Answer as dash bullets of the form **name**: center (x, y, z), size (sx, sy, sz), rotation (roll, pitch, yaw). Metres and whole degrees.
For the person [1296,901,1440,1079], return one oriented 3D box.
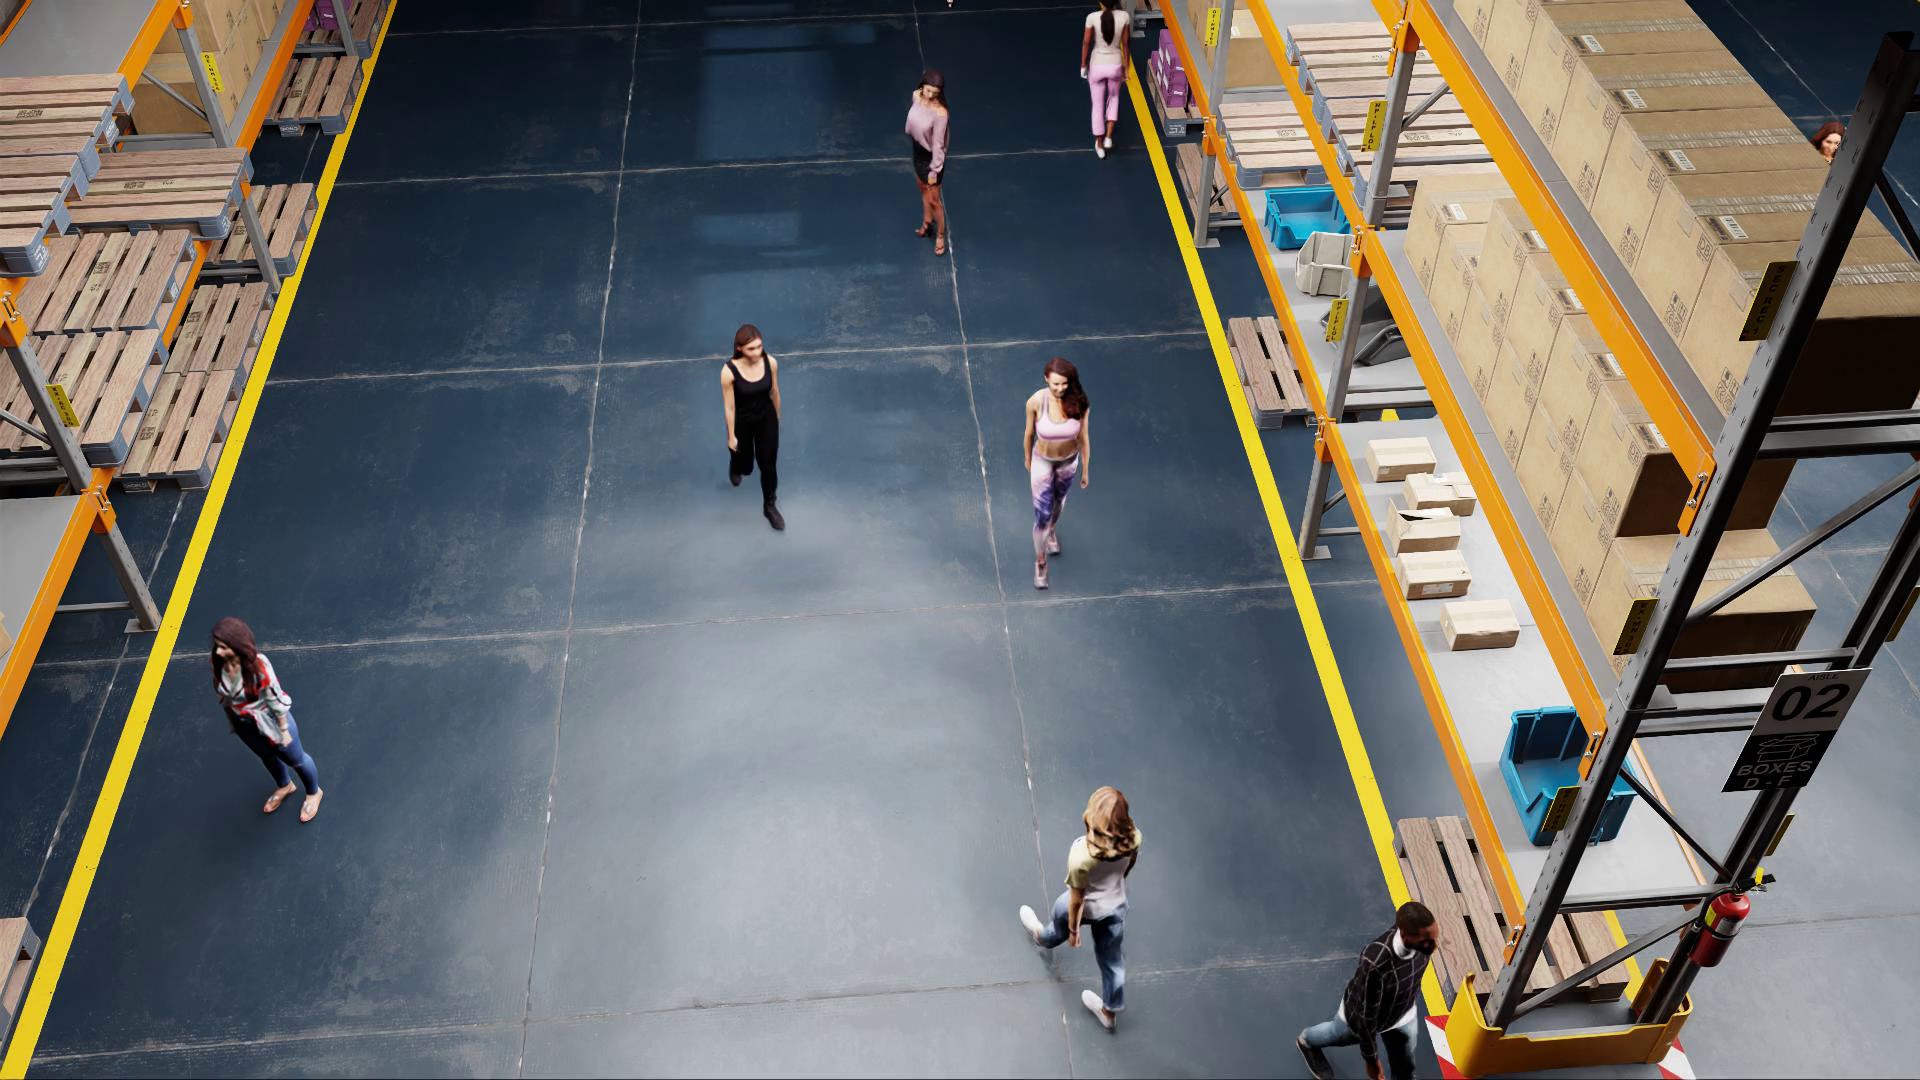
- **person**: center (2.023, 2.309, 8.390), size (1.033, 1.765, 1.301), rotation (-23, 48, -22)

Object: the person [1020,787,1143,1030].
- **person**: center (0.788, 1.993, 8.783), size (0.978, 1.682, 1.183), rotation (-27, 50, -25)

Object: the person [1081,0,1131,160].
- **person**: center (1.356, -4.293, 15.343), size (0.600, 1.734, 0.605), rotation (-2, 44, -2)

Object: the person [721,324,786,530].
- **person**: center (-1.498, -0.844, 11.767), size (0.806, 1.674, 0.998), rotation (-20, 47, -20)

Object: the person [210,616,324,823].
- **person**: center (-4.115, 1.050, 9.822), size (0.654, 1.614, 0.633), rotation (12, 45, 12)

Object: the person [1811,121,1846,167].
- **person**: center (6.746, -2.603, 13.501), size (0.719, 1.828, 0.810), rotation (11, 45, 11)

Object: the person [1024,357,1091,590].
- **person**: center (0.638, -0.575, 11.433), size (0.604, 1.745, 0.858), rotation (-7, 44, -7)

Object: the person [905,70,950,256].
- **person**: center (-0.277, -3.297, 14.261), size (0.832, 1.785, 0.683), rotation (-15, 46, -15)
